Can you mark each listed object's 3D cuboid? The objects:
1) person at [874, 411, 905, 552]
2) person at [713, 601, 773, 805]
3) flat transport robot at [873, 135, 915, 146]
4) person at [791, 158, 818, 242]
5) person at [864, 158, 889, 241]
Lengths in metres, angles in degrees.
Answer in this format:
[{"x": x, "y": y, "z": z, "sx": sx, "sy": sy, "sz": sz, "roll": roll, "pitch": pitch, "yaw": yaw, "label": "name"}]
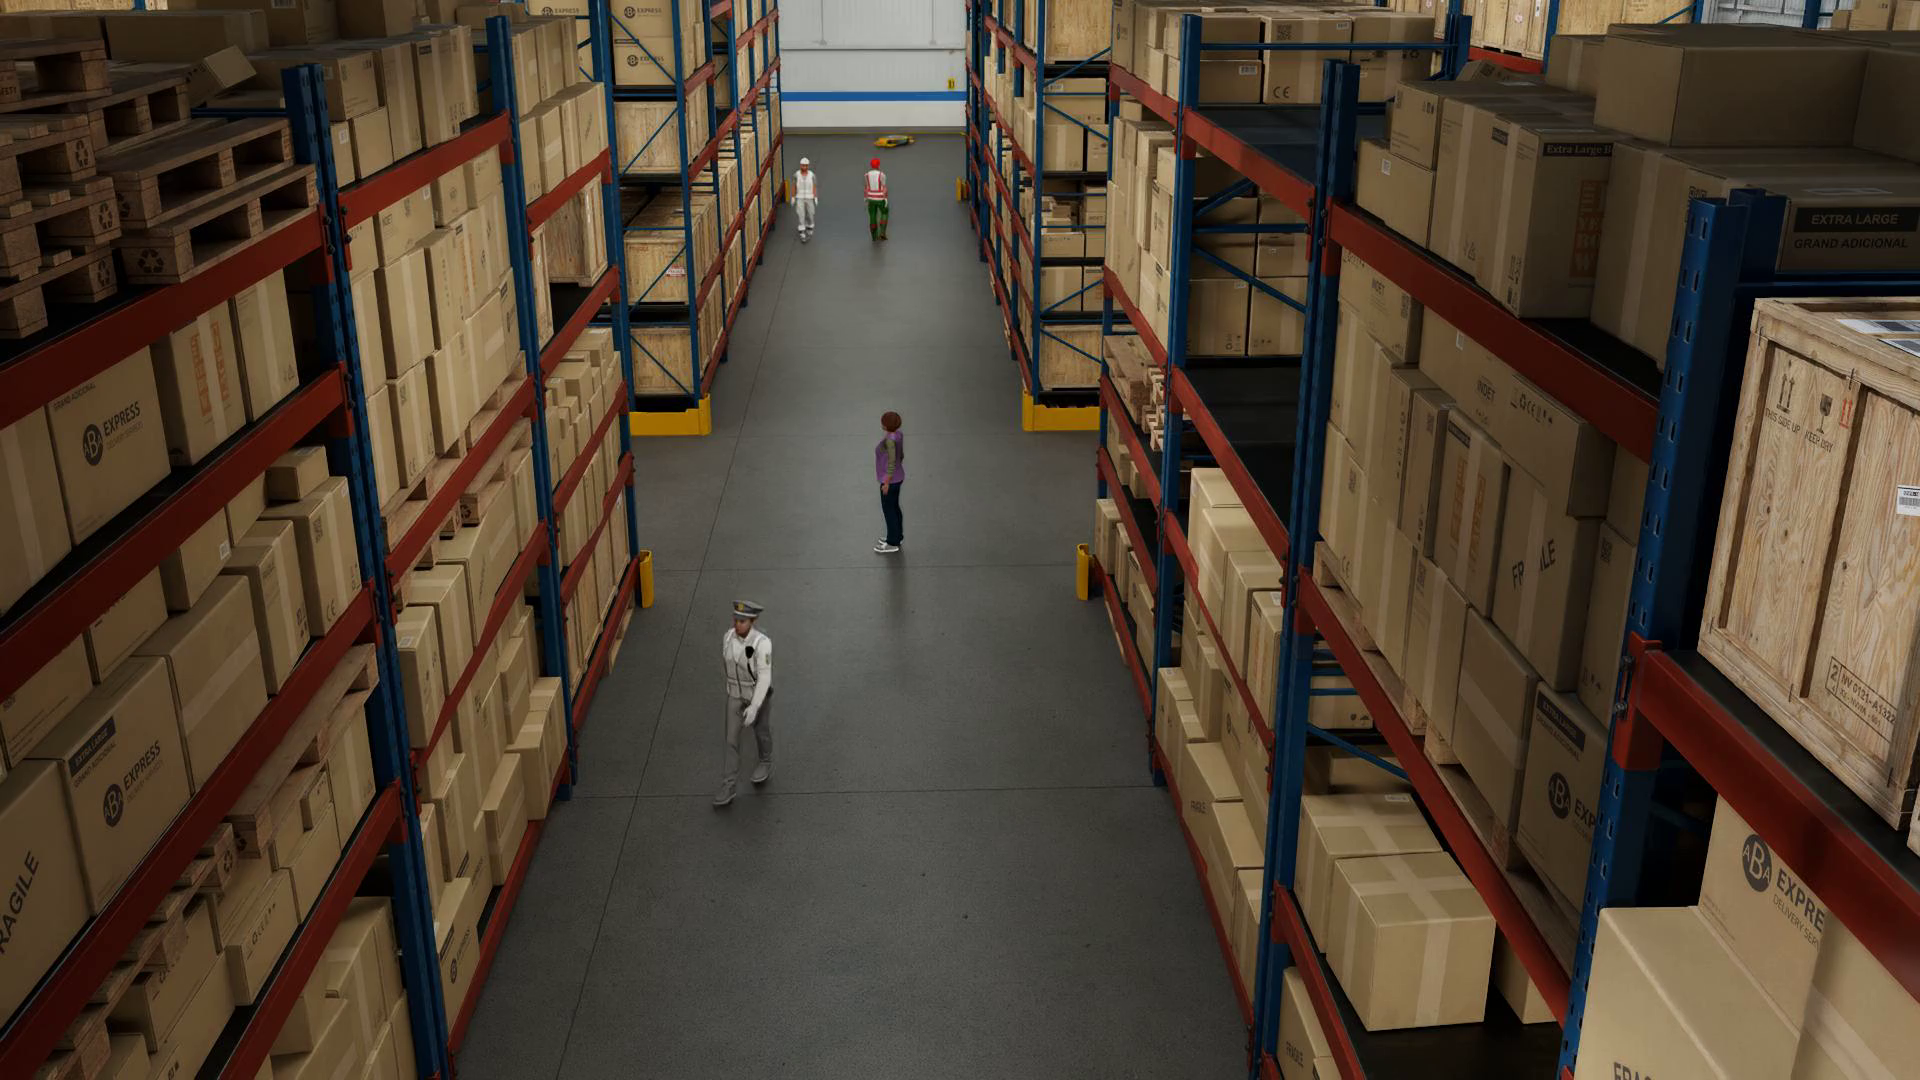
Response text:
[{"x": -0.785, "y": -0.661, "z": 18.503, "sx": 0.333, "sy": 1.601, "sz": 0.407, "roll": 4, "pitch": 21, "yaw": 12, "label": "person"}, {"x": -1.714, "y": 1.258, "z": 13.207, "sx": 0.521, "sy": 1.664, "sz": 0.828, "roll": 5, "pitch": 21, "yaw": 14, "label": "person"}, {"x": -2.072, "y": -12.573, "z": 52.417, "sx": 0.659, "sy": 0.255, "sz": 1.431, "roll": 11, "pitch": 23, "yaw": 28, "label": "flat transport robot"}, {"x": -3.404, "y": -7.439, "z": 36.401, "sx": 0.573, "sy": 1.797, "sz": 0.694, "roll": -3, "pitch": 21, "yaw": -9, "label": "person"}, {"x": -1.828, "y": -7.466, "z": 36.428, "sx": 0.561, "sy": 1.794, "sz": 0.433, "roll": 4, "pitch": 21, "yaw": 10, "label": "person"}]
